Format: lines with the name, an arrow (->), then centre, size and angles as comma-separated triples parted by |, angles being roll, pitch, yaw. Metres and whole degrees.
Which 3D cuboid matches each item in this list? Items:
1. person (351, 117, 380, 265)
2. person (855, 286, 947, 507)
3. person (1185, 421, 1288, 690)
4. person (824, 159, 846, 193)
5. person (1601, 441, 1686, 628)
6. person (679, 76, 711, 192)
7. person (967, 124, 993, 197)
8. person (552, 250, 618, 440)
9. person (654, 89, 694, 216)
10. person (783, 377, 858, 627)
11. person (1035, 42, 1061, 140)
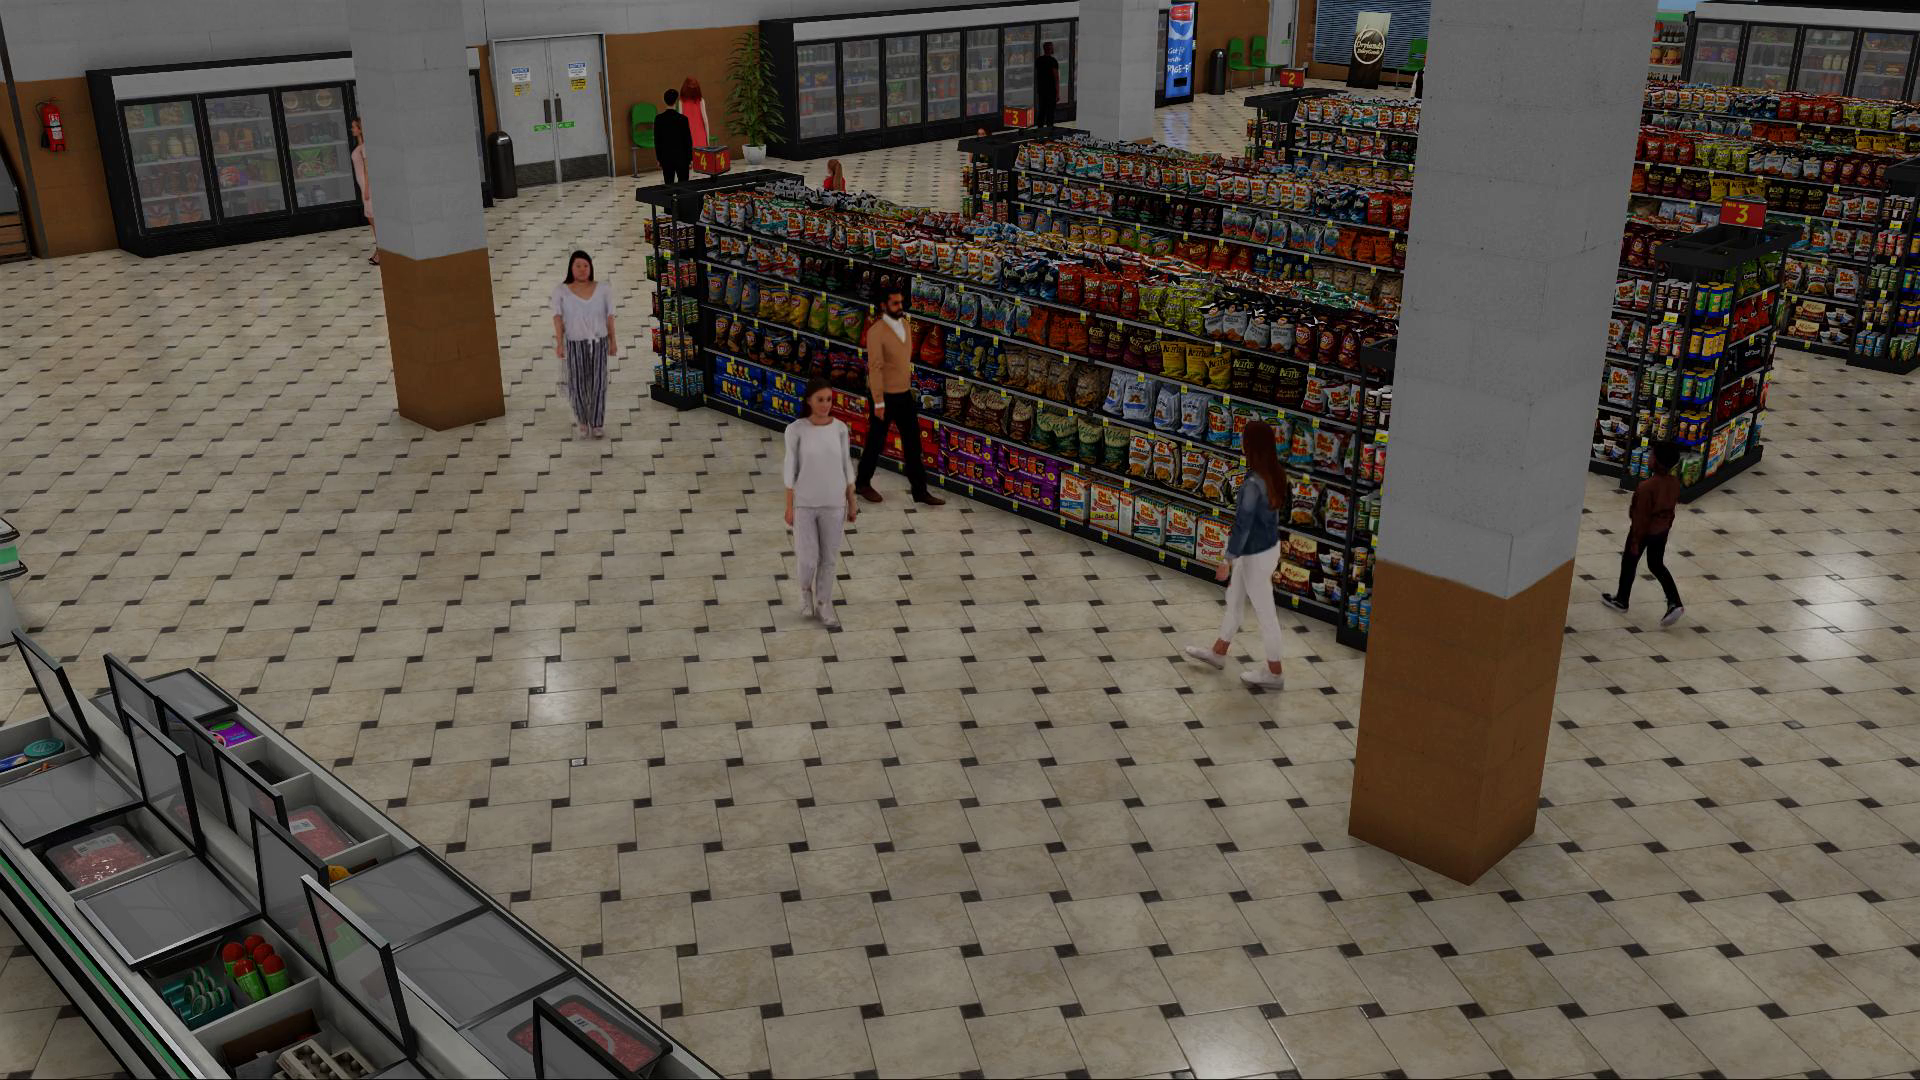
person -> -7.484, -4.429, 21.086 | 0.697, 1.831, 0.561 | -9, 24, -21
person -> -0.593, -1.115, 12.971 | 1.023, 1.732, 0.754 | 16, 27, 34
person -> 1.871, 0.123, 9.958 | 0.992, 1.681, 0.836 | 9, 24, 21
person -> -1.597, -4.244, 21.364 | 0.469, 1.280, 0.478 | 20, 29, 40
person -> 4.582, -0.029, 10.932 | 0.714, 1.237, 0.939 | -10, 24, -24
person -> -4.035, -6.105, 25.261 | 0.640, 1.828, 0.722 | 2, 22, 5
person -> 0.304, -4.422, 21.207 | 0.568, 1.726, 0.693 | 7, 23, 18
person -> -3.288, -1.730, 14.585 | 0.807, 1.669, 0.823 | -8, 23, -20
person -> -3.989, -5.334, 23.258 | 0.774, 1.891, 0.844 | 1, 22, 3
person -> -0.959, -0.268, 10.929 | 0.727, 1.683, 0.738 | -9, 24, -21
person -> 1.596, -8.185, 30.448 | 0.498, 1.819, 0.731 | 19, 28, 38
